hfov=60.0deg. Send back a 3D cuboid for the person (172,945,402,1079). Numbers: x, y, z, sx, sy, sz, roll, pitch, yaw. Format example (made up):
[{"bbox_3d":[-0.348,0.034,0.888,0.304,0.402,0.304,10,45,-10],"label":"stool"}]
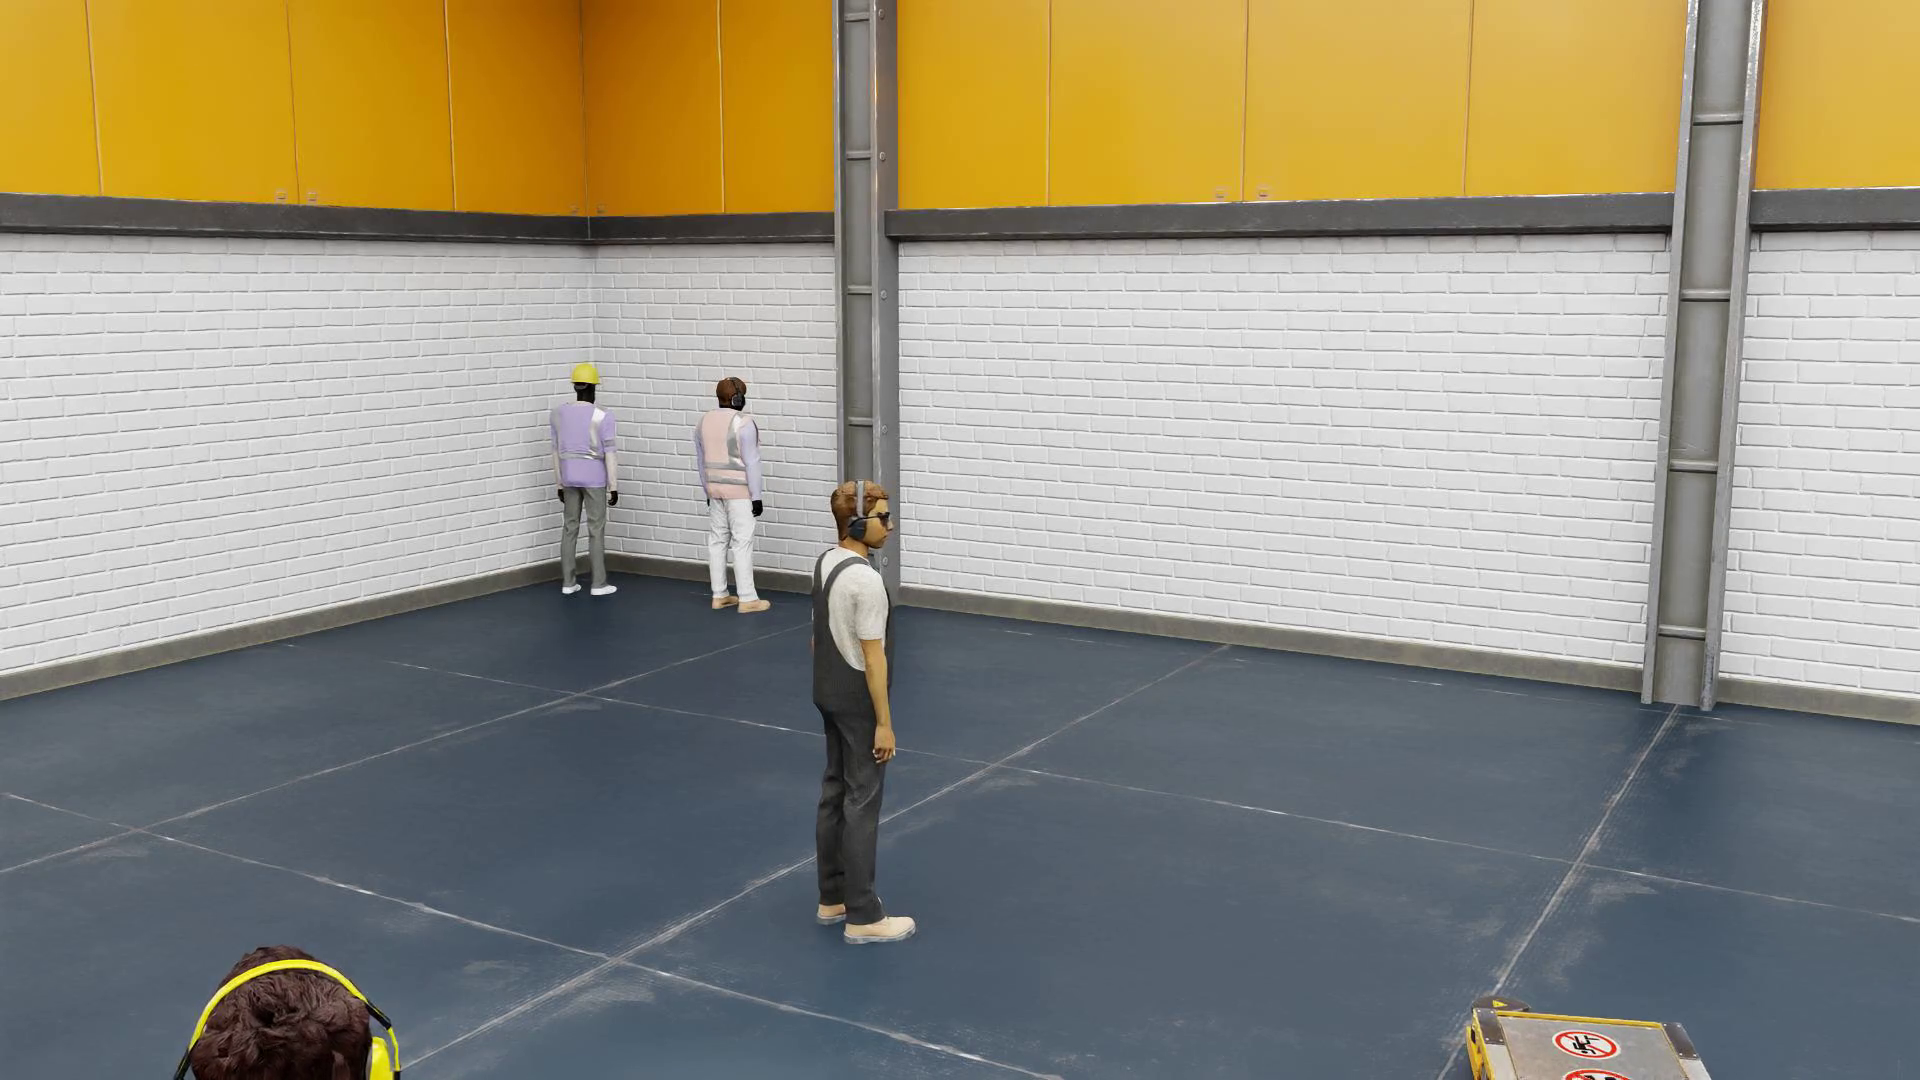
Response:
[{"bbox_3d":[-0.760,1.403,2.028,0.335,1.862,0.521,7,11,37],"label":"person"}]

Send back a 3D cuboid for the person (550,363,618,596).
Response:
[{"bbox_3d":[-3.074,-0.495,13.697,0.580,1.919,0.397,2,9,14],"label":"person"}]

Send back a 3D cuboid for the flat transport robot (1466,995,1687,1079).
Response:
[{"bbox_3d":[1.911,1.737,4.888,0.652,0.197,1.431,2,9,10],"label":"flat transport robot"}]

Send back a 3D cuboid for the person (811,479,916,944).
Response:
[{"bbox_3d":[-0.407,0.675,6.617,0.332,1.843,0.517,-5,10,-29],"label":"person"}]

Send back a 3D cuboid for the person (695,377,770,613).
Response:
[{"bbox_3d":[-1.772,-0.354,13.050,0.620,1.845,0.429,7,11,37],"label":"person"}]
